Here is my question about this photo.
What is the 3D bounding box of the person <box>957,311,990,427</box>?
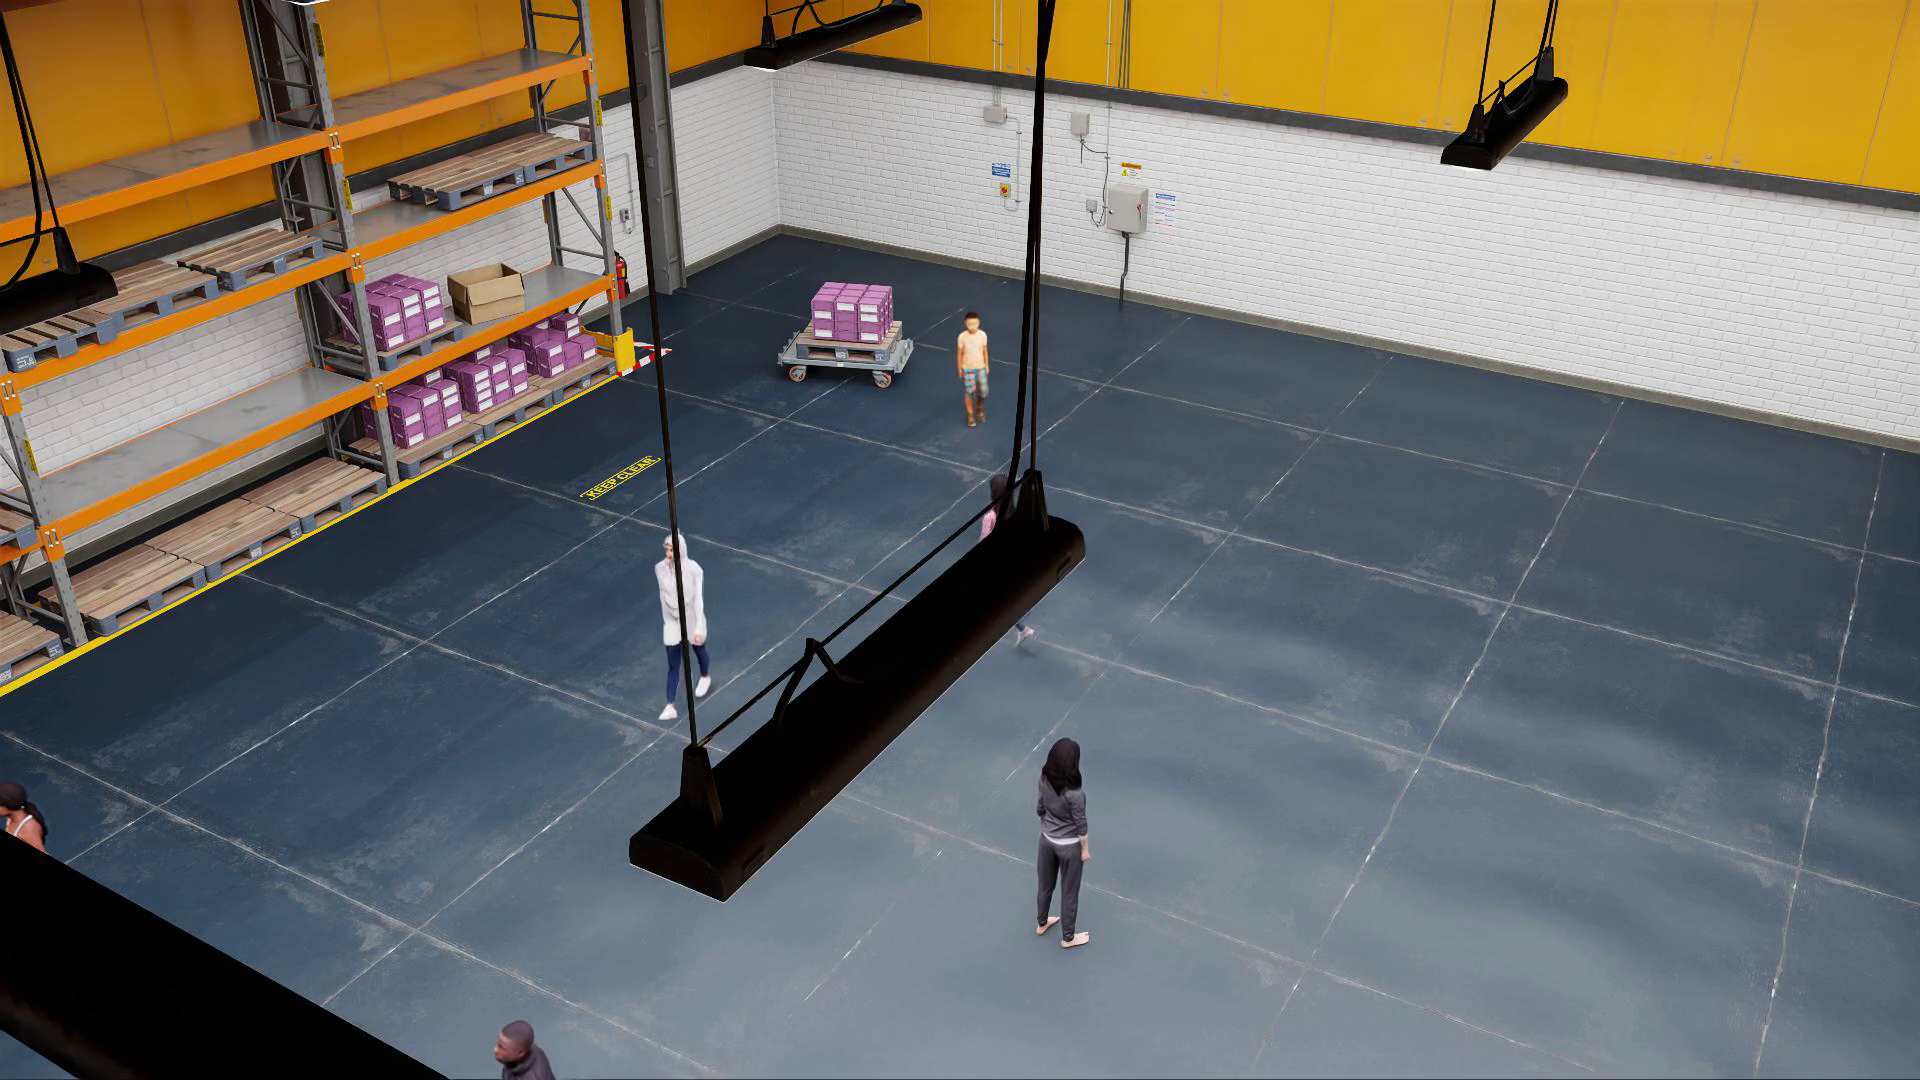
[{"bbox_3d":[0.149,-2.128,20.331,0.661,1.457,0.715,-6,29,-10],"label":"person"}]

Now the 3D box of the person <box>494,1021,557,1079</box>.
[{"bbox_3d":[-2.389,3.465,9.693,0.857,1.827,0.845,-15,32,-25],"label":"person"}]

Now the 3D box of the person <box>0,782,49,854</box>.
[{"bbox_3d":[-6.445,2.411,11.702,0.599,1.753,0.622,-24,37,-36],"label":"person"}]

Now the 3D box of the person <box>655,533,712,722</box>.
[{"bbox_3d":[-2.412,0.703,14.852,0.857,1.734,1.184,6,29,10],"label":"person"}]

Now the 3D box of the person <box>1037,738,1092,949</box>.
[{"bbox_3d":[0.734,2.195,12.084,0.631,1.765,0.578,23,36,36],"label":"person"}]

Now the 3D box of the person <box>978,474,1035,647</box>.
[{"bbox_3d":[0.408,0.217,15.763,0.754,1.716,1.028,22,36,35],"label":"person"}]
